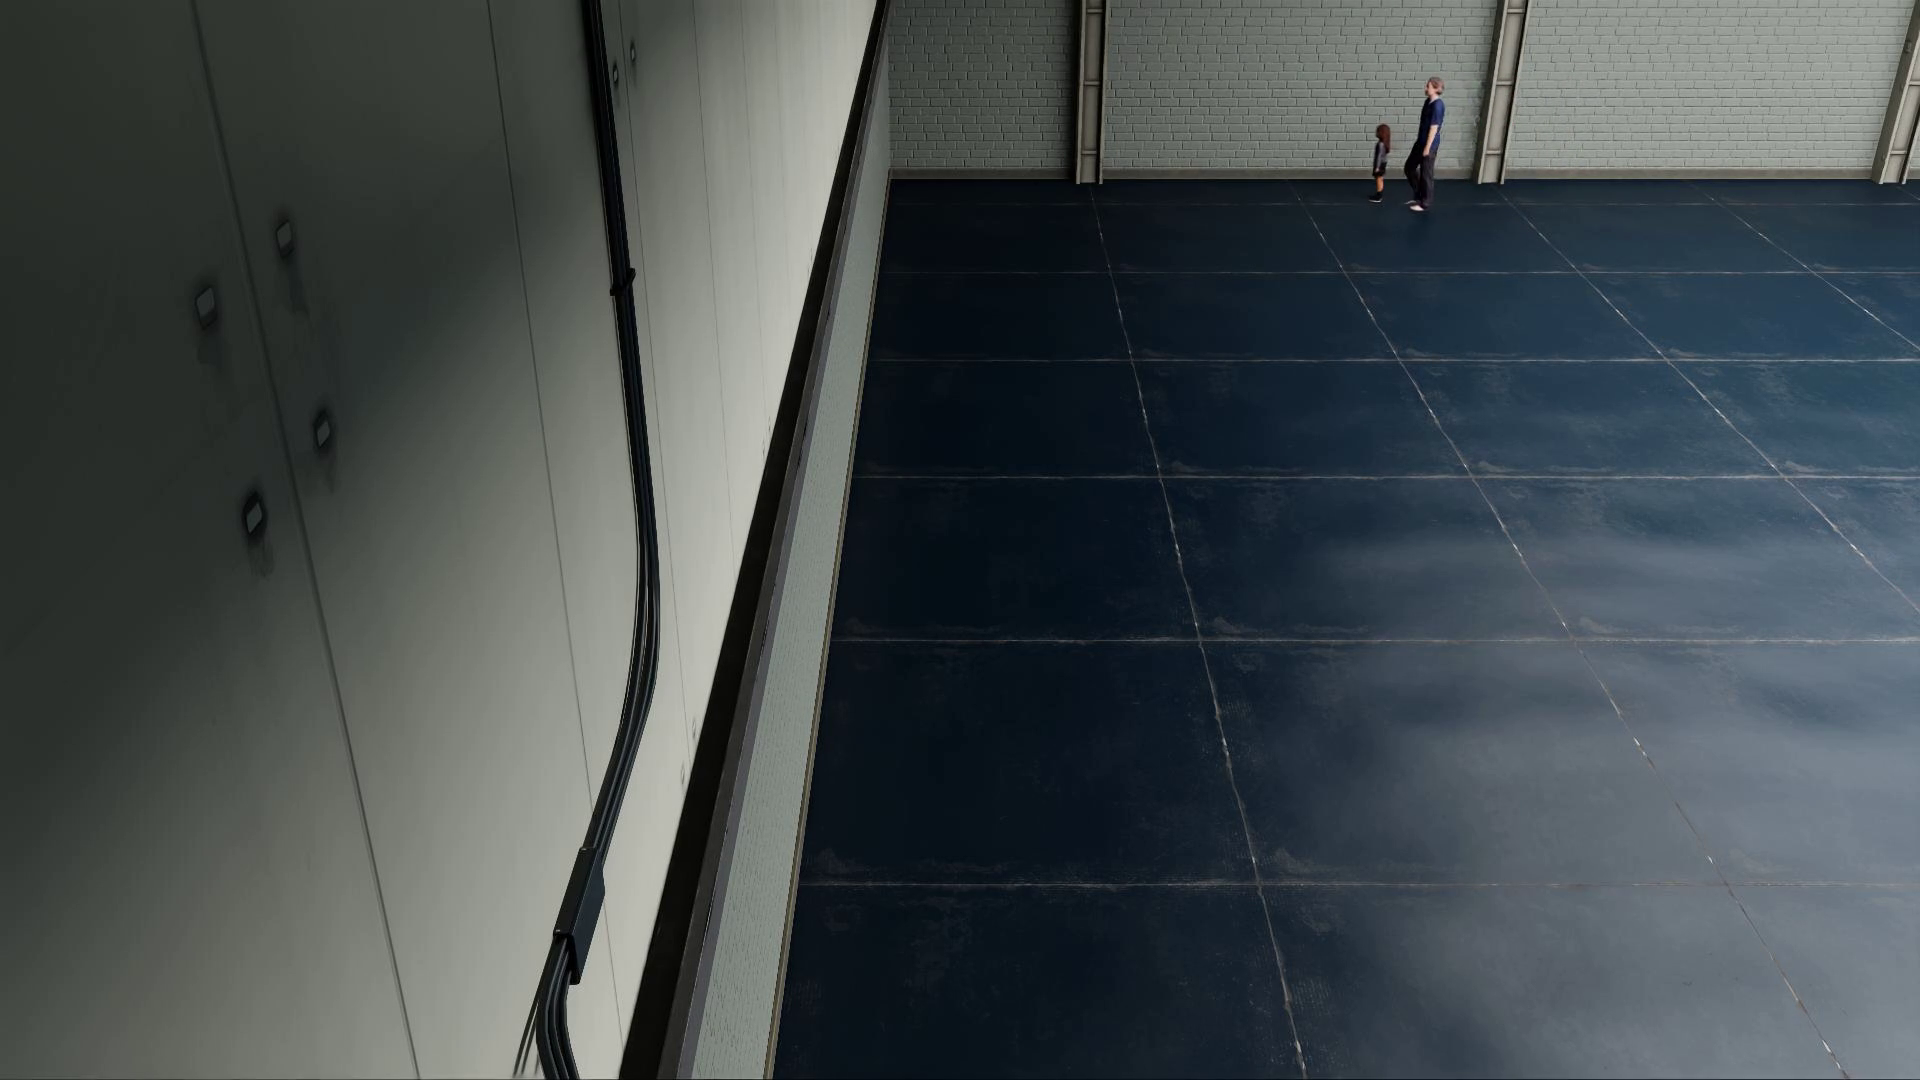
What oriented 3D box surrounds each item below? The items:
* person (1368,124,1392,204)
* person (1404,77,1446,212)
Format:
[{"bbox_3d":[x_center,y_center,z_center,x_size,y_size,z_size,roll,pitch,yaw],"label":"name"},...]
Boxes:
[{"bbox_3d":[6.035,-5.409,23.827,0.518,1.105,0.514,8,29,15],"label":"person"},{"bbox_3d":[6.613,-5.521,23.230,0.621,1.864,0.674,-1,28,-1],"label":"person"}]
